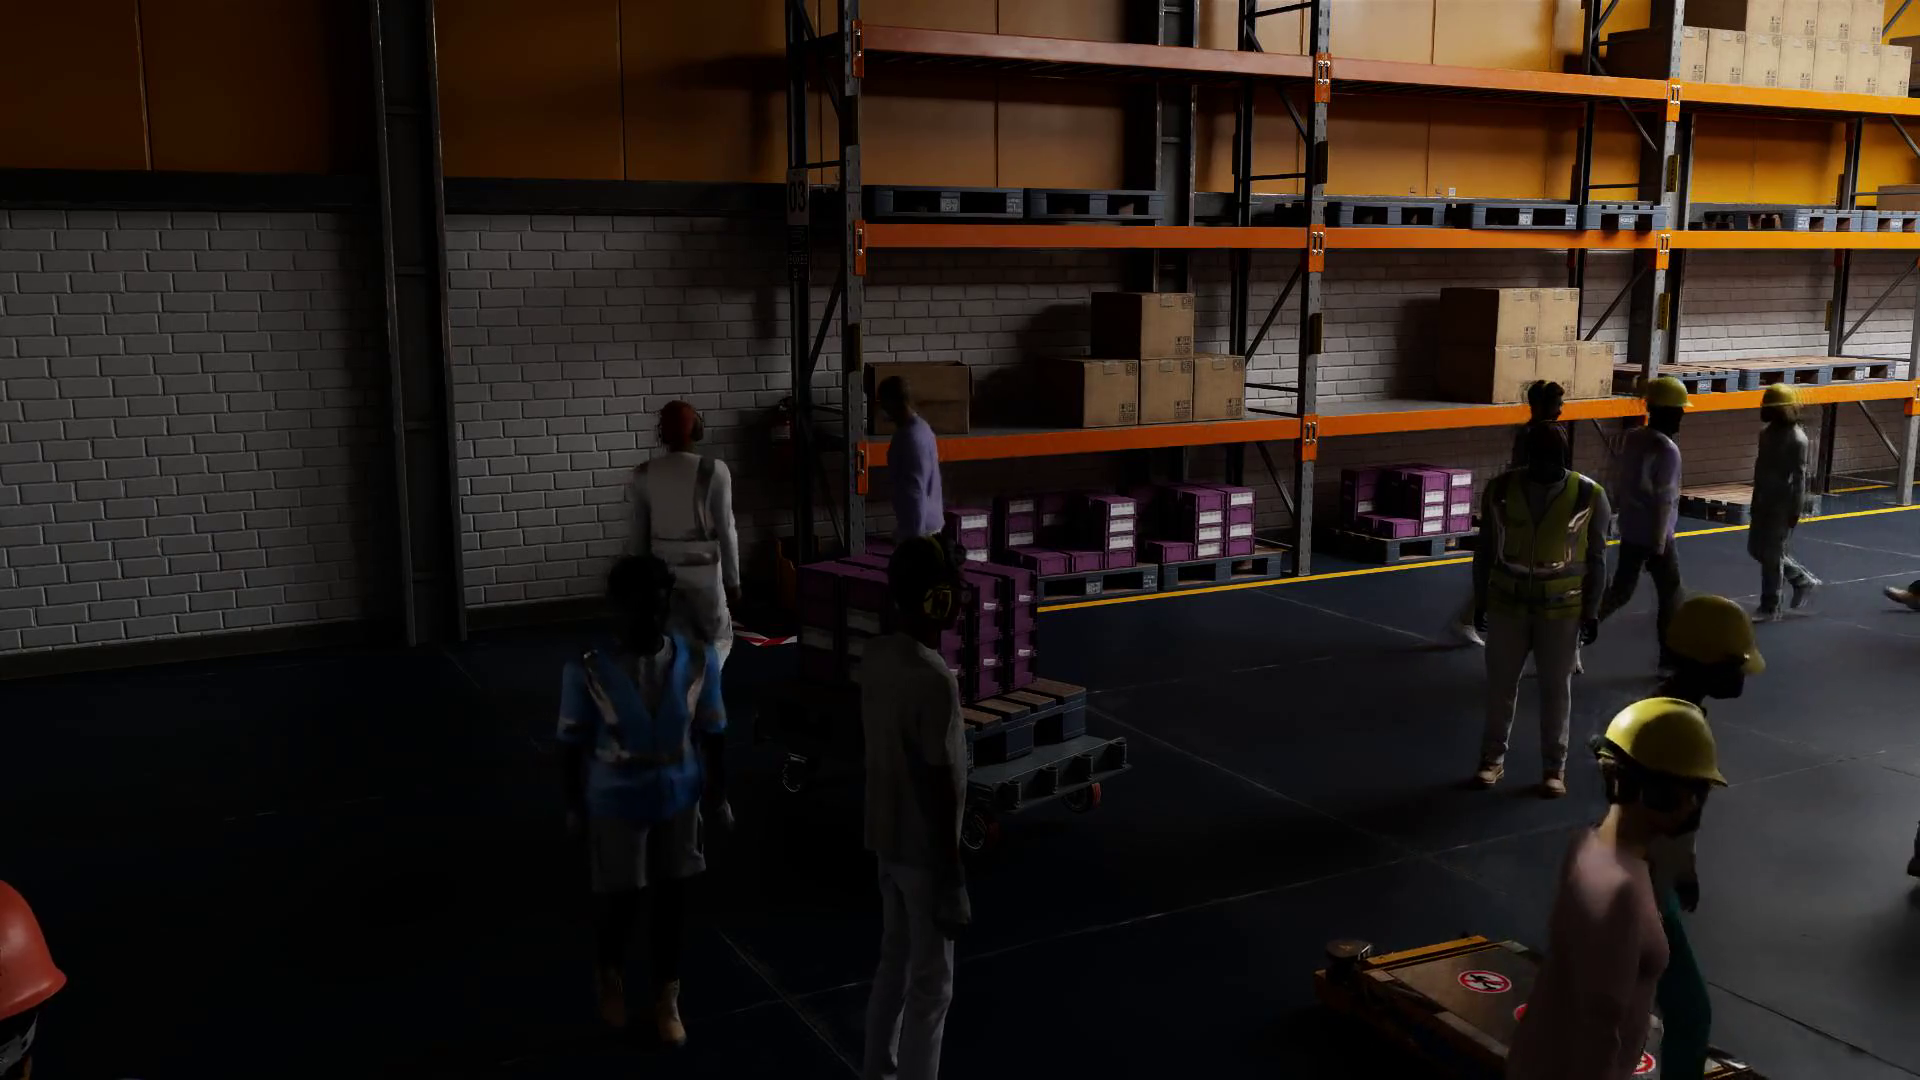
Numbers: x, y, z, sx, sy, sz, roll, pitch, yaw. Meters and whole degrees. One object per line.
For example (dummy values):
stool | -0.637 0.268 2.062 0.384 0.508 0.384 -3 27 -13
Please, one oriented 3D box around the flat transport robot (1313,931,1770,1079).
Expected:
flat transport robot | 1.832 1.595 5.349 0.652 0.197 1.431 -4 11 -24

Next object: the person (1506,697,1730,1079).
person | 1.221 1.171 3.616 0.741 1.722 0.555 4 11 20

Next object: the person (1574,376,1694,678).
person | 4.171 -0.065 10.257 0.868 1.897 0.591 -2 10 -9

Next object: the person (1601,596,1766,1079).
person | 2.002 0.986 4.715 0.726 1.708 0.544 4 11 24

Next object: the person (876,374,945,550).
person | -0.180 -0.053 10.159 0.715 1.901 0.691 -1 10 -4

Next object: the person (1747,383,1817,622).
person | 5.890 -0.264 11.857 0.530 1.723 0.485 -1 10 -4

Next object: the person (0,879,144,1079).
person | -1.165 1.332 2.078 0.370 1.933 0.550 2 10 9

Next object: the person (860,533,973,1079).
person | -0.107 0.906 4.759 0.314 1.857 0.509 -5 11 -26

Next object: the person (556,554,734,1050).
person | -1.026 0.869 5.458 0.548 1.683 0.360 -5 11 -27

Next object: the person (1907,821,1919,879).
person | 4.325 0.557 6.939 0.627 1.799 0.932 8 13 38

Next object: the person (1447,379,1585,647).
person | 3.718 -0.161 11.049 0.841 1.829 0.555 3 10 19

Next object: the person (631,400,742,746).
person | -1.439 0.201 8.774 0.611 1.873 0.433 2 10 14

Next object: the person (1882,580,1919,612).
person | 7.239 -0.304 11.912 0.924 1.784 0.510 3 10 15

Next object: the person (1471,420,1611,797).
person | 2.811 0.330 8.127 0.621 1.841 0.429 5 11 26
